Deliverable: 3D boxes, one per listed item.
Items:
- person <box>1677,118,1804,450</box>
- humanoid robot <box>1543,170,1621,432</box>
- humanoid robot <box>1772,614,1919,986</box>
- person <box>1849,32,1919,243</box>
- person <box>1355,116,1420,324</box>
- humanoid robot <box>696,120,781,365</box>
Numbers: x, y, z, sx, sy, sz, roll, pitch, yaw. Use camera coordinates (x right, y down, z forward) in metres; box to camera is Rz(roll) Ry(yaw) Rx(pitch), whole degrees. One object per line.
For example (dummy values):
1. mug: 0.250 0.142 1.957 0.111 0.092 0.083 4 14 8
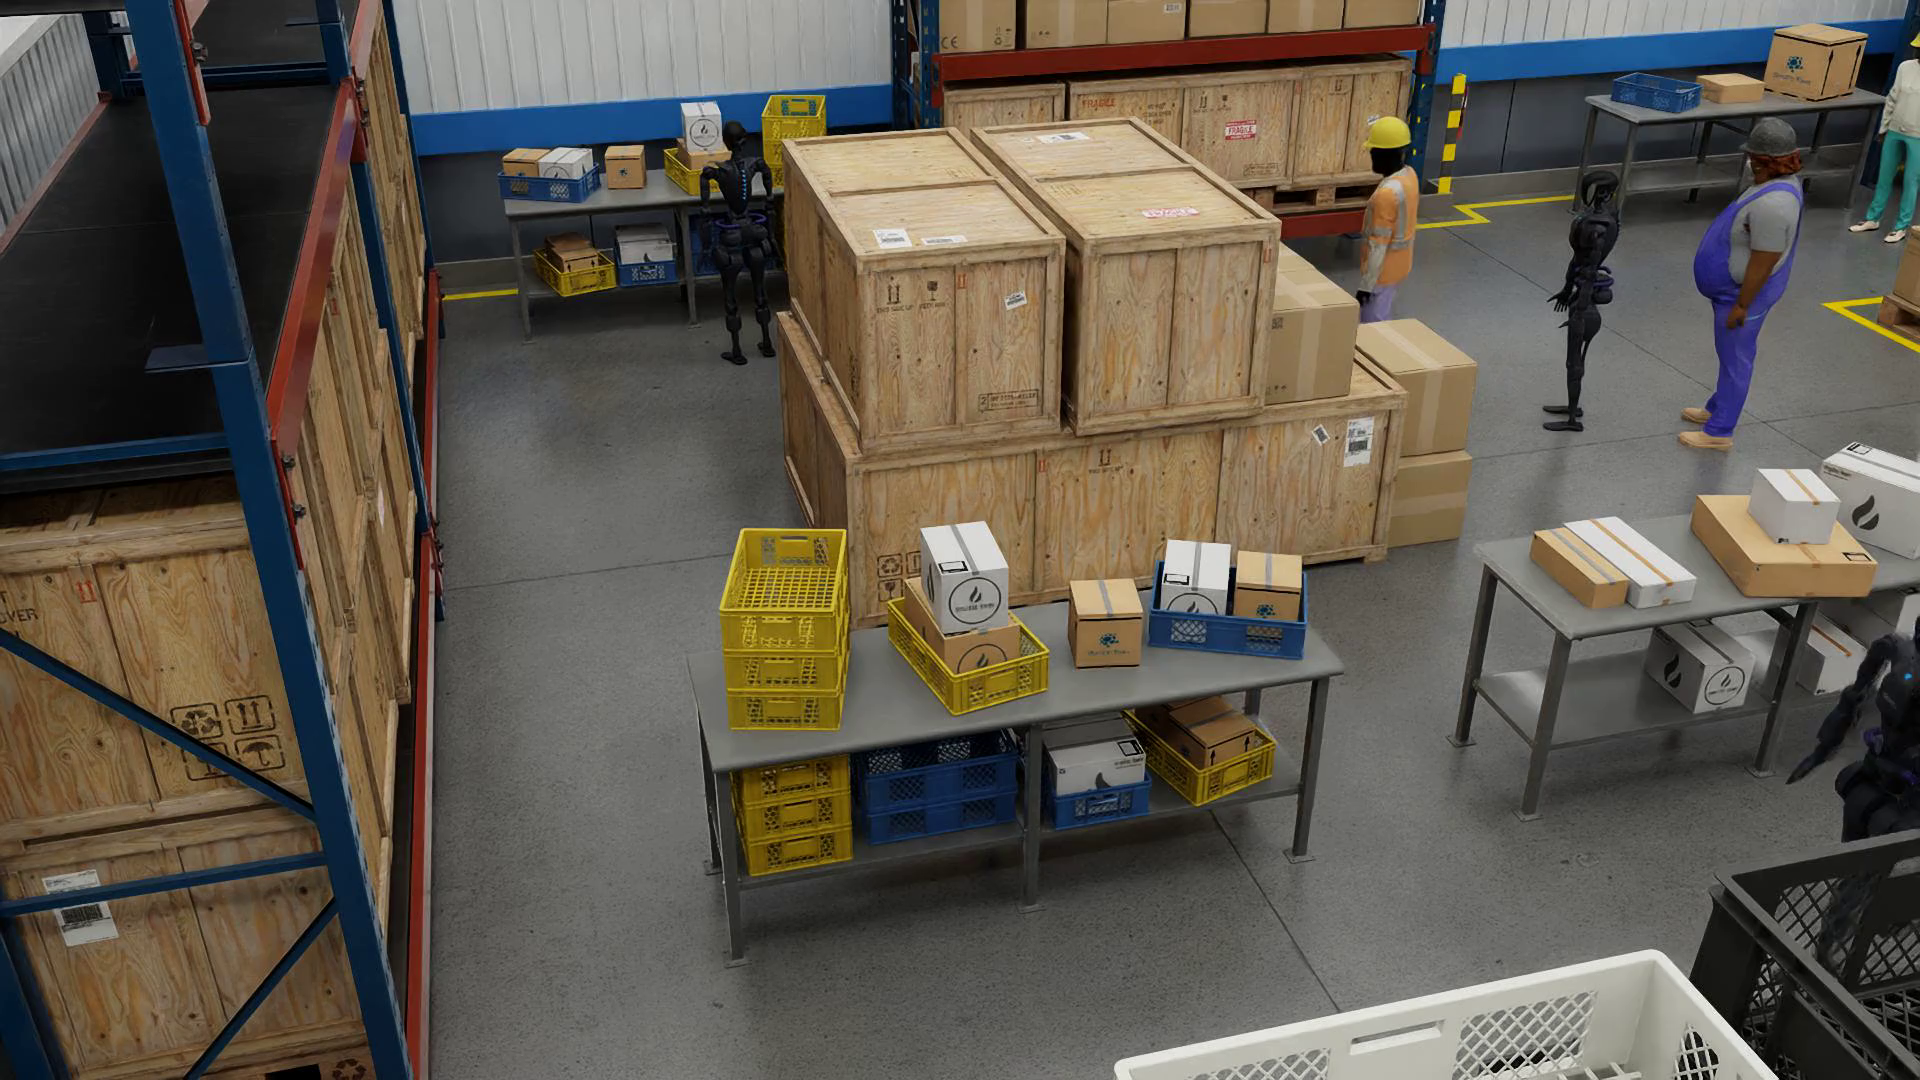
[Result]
1. person: 4.717 -1.546 10.089 0.537 2.000 0.678 14 32 24
2. humanoid robot: 3.866 -1.496 10.368 0.340 1.655 0.581 6 29 11
3. humanoid robot: 3.429 0.890 6.068 0.668 1.636 0.577 -4 29 -8
4. person: 7.747 -3.319 13.589 0.325 1.765 0.526 -13 32 -23
5. person: 2.654 -1.720 10.537 0.387 1.916 0.600 12 31 20
6. humanoid robot: -1.505 -2.027 11.323 0.613 1.656 0.308 -18 33 -29
